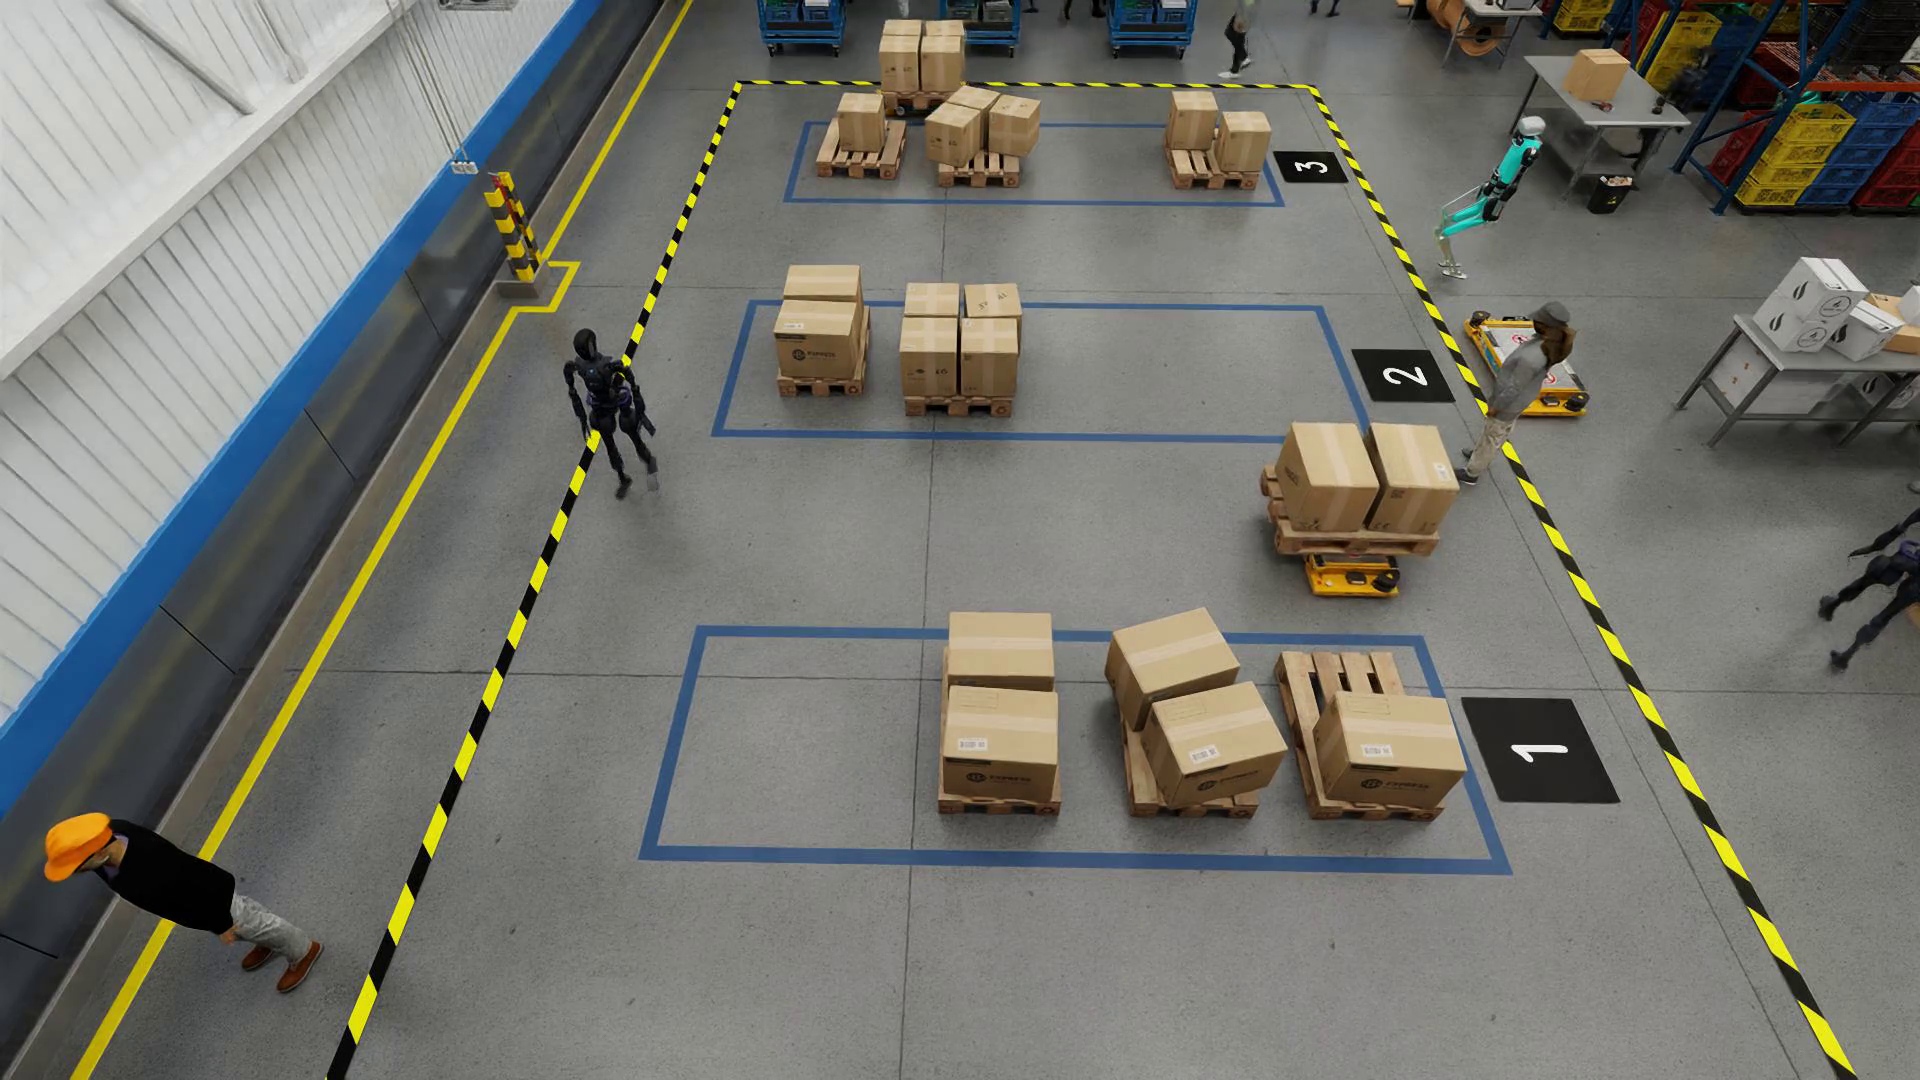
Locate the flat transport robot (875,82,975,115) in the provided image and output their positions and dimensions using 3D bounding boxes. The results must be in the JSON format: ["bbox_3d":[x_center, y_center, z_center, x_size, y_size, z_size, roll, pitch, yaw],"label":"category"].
[{"bbox_3d":[-0.506,-6.236,12.912,1.431,0.197,0.652,1,49,1],"label":"flat transport robot"}]

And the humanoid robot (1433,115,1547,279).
[{"bbox_3d":[5.366,-3.559,9.551,0.735,1.681,0.533,8,50,7],"label":"humanoid robot"}]

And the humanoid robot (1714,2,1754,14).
[{"bbox_3d":[11.464,-7.977,13.536,0.724,1.889,0.540,2,49,2],"label":"humanoid robot"}]

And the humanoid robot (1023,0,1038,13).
[{"bbox_3d":[0.997,-9.299,14.667,0.649,1.639,0.598,-15,51,-13],"label":"humanoid robot"}]

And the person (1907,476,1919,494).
[{"bbox_3d":[8.616,-1.015,7.327,0.399,1.910,0.603,-37,58,-27],"label":"person"}]

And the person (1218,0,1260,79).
[{"bbox_3d":[4.009,-7.496,12.979,0.415,1.839,0.613,8,50,7],"label":"person"}]

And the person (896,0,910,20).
[{"bbox_3d":[-0.931,-8.679,13.940,0.361,1.939,0.633,-1,49,-1],"label":"person"}]

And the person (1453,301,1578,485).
[{"bbox_3d":[4.568,-1.185,7.569,0.563,1.764,0.402,-37,58,-27],"label":"person"}]

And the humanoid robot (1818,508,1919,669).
[{"bbox_3d":[6.704,0.209,6.452,0.601,1.635,0.767,35,57,26],"label":"humanoid robot"}]

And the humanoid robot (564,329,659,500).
[{"bbox_3d":[-2.839,-1.068,7.564,0.607,1.682,0.513,-2,49,-1],"label":"humanoid robot"}]

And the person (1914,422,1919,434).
[{"bbox_3d":[9.097,-1.390,7.689,0.579,1.855,0.756,-7,49,-6],"label":"person"}]

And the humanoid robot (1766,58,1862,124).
[{"bbox_3d":[10.589,-5.673,11.383,0.735,1.677,0.533,7,50,6],"label":"humanoid robot"}]

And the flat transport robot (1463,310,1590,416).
[{"bbox_3d":[5.573,-1.757,9.054,0.659,0.231,1.431,1,49,1],"label":"flat transport robot"}]

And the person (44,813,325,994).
[{"bbox_3d":[-4.025,1.903,4.819,0.586,1.884,0.367,21,52,17],"label":"person"}]

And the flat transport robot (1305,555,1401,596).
[{"bbox_3d":[3.136,-0.152,7.647,0.652,0.197,1.431,1,49,1],"label":"flat transport robot"}]

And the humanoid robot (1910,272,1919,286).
[{"bbox_3d":[10.568,-3.348,9.395,0.533,1.689,0.741,4,49,4],"label":"humanoid robot"}]

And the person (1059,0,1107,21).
[{"bbox_3d":[2.062,-9.115,14.333,0.858,1.919,0.645,-26,54,-21],"label":"person"}]

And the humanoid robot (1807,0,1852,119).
[{"bbox_3d":[11.336,-6.110,11.764,0.736,1.674,0.533,16,51,13],"label":"humanoid robot"}]

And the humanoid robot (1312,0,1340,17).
[{"bbox_3d":[6.053,-9.239,14.595,0.505,1.641,0.601,-24,53,-20],"label":"humanoid robot"}]

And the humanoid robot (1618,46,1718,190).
[{"bbox_3d":[8.409,-5.116,11.031,0.600,1.634,0.552,-16,51,-13],"label":"humanoid robot"}]
